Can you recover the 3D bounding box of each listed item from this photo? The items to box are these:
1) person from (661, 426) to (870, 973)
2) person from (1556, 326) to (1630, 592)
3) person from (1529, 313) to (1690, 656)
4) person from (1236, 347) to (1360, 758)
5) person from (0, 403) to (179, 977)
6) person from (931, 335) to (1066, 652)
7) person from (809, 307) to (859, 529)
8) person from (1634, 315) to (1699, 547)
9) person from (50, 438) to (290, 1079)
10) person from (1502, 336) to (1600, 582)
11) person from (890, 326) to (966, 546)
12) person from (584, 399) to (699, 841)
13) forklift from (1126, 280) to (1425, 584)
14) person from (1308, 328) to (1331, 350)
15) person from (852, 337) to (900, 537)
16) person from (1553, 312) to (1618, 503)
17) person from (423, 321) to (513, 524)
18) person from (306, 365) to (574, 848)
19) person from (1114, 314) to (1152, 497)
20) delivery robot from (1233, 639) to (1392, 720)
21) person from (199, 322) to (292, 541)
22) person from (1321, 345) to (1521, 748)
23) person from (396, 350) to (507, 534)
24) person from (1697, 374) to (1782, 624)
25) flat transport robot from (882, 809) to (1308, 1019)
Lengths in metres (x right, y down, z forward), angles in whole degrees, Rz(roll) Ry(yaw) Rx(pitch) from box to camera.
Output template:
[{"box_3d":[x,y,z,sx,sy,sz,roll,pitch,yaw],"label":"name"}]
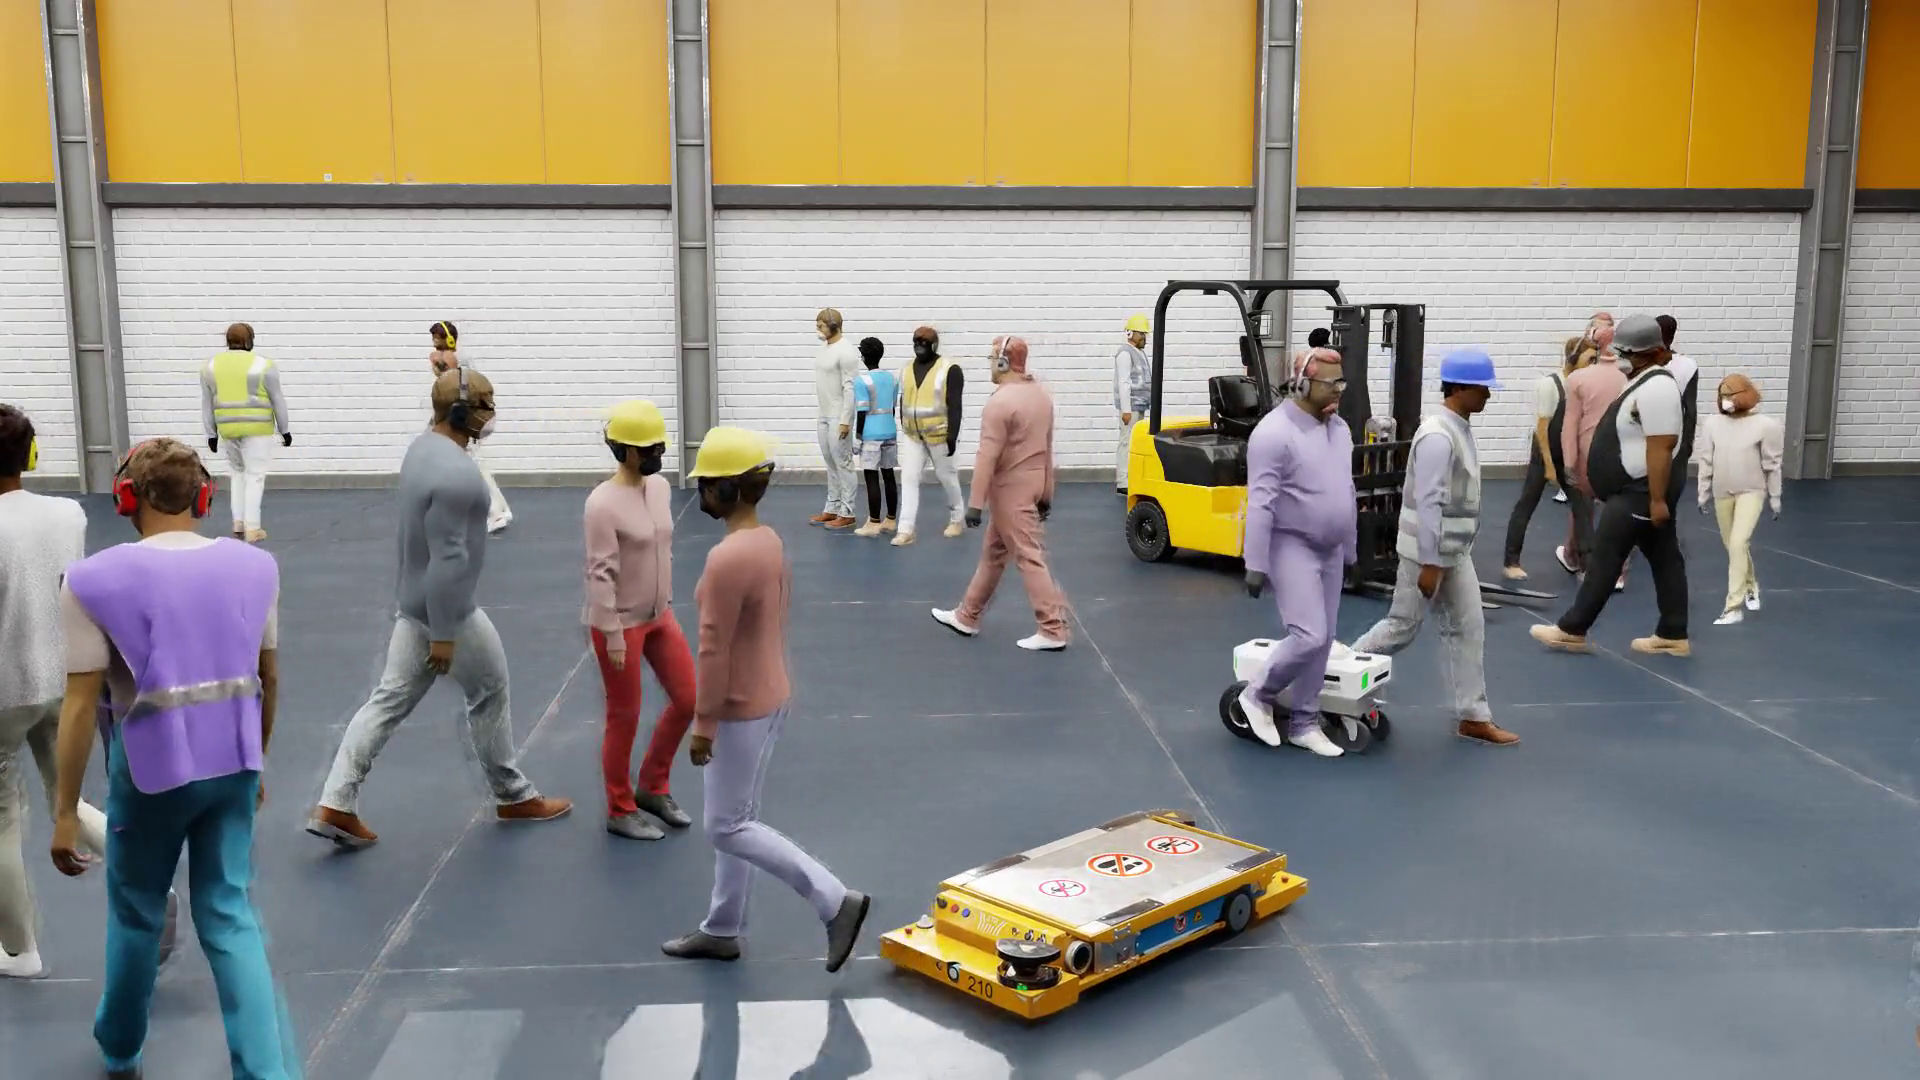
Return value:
[{"box_3d":[-0.635,0.515,5.211,0.656,1.747,0.531,1,9,8],"label":"person"},{"box_3d":[4.588,-0.597,11.899,0.663,1.842,1.015,1,9,4],"label":"person"},{"box_3d":[3.822,-0.335,9.662,0.957,2.000,0.764,4,10,25],"label":"person"},{"box_3d":[1.590,0.069,7.590,0.655,1.890,0.434,-9,12,-43],"label":"person"},{"box_3d":[-2.822,0.490,5.125,0.720,1.845,0.502,4,10,23],"label":"person"},{"box_3d":[0.240,-0.282,9.895,0.977,1.850,0.671,5,10,27],"label":"person"},{"box_3d":[-1.096,-1.062,14.567,0.371,1.933,0.627,-5,10,-27],"label":"person"},{"box_3d":[5.545,-0.841,13.272,0.612,1.899,0.465,4,10,22],"label":"person"},{"box_3d":[-2.057,0.637,4.357,0.836,1.793,0.655,7,12,38],"label":"person"},{"box_3d":[4.322,-0.558,11.903,0.538,1.779,0.834,-4,10,-24],"label":"person"},{"box_3d":[-0.232,-0.875,13.831,0.635,1.807,0.938,5,10,28],"label":"person"},{"box_3d":[-1.229,0.323,6.438,0.445,1.743,0.540,4,10,25],"label":"person"},{"box_3d":[2.301,-0.860,12.475,1.214,2.155,2.313,-6,11,-35],"label":"forklift"},{"box_3d":[3.586,-1.297,16.813,0.321,1.690,0.527,-6,11,-31],"label":"person"},{"box_3d":[-0.718,-0.872,14.103,0.322,1.697,0.532,7,11,36],"label":"person"},{"box_3d":[6.076,-1.256,16.010,0.805,1.863,0.677,-8,12,-40],"label":"person"},{"box_3d":[-4.442,-1.026,14.714,0.935,1.817,0.493,-2,9,-13],"label":"person"},{"box_3d":[-2.067,0.264,6.427,1.025,1.884,0.713,-5,11,-31],"label":"person"},{"box_3d":[1.748,-1.345,16.673,0.403,1.824,0.601,3,10,20],"label":"person"},{"box_3d":[1.680,0.633,7.942,0.707,0.478,0.477,6,11,35],"label":"delivery robot"},{"box_3d":[-5.953,-0.909,13.953,0.631,1.821,0.577,1,9,3],"label":"person"},{"box_3d":[2.173,0.022,7.896,0.950,1.909,0.629,5,11,31],"label":"person"},{"box_3d":[-4.295,-0.812,14.090,0.894,1.593,0.534,0,9,-2],"label":"person"},{"box_3d":[5.071,-0.281,10.778,0.805,1.604,0.507,-7,12,-38],"label":"person"},{"box_3d":[0.488,1.200,5.563,1.431,0.197,0.652,-9,13,-44],"label":"flat transport robot"}]
